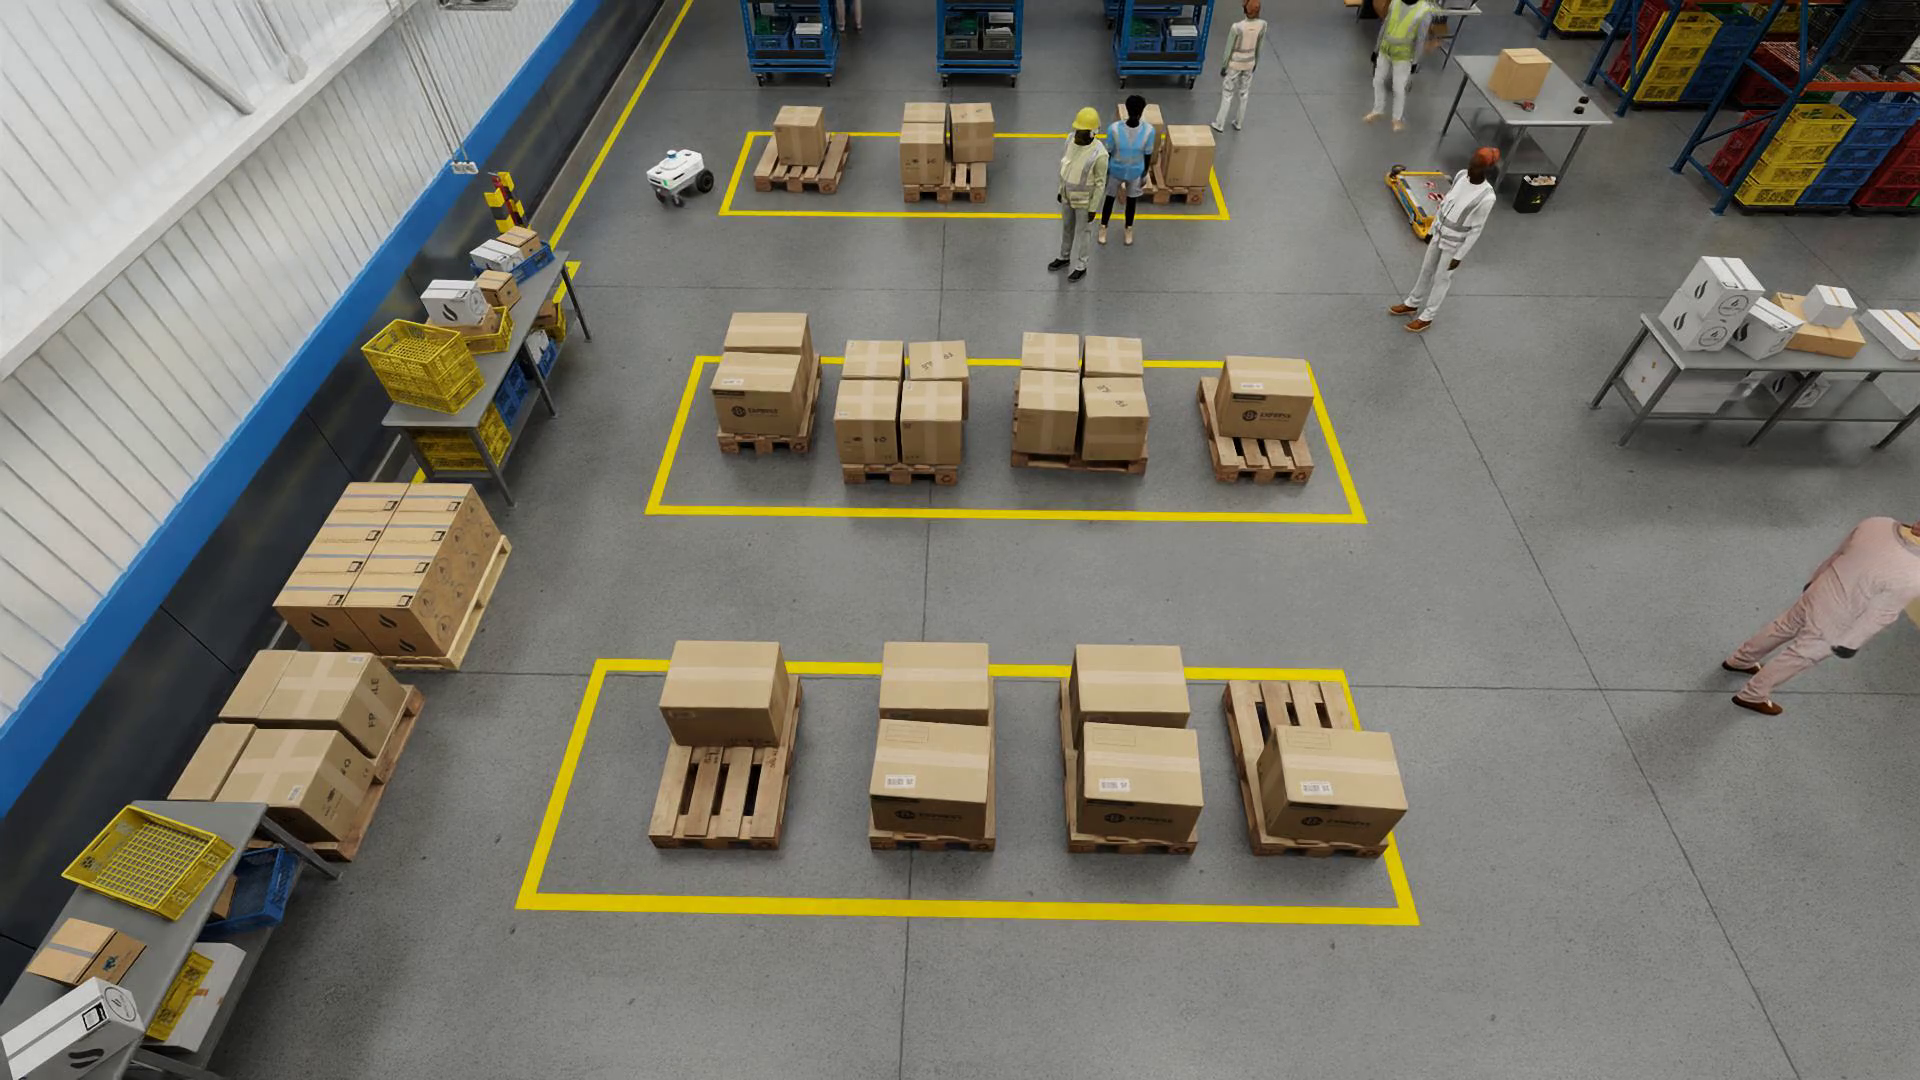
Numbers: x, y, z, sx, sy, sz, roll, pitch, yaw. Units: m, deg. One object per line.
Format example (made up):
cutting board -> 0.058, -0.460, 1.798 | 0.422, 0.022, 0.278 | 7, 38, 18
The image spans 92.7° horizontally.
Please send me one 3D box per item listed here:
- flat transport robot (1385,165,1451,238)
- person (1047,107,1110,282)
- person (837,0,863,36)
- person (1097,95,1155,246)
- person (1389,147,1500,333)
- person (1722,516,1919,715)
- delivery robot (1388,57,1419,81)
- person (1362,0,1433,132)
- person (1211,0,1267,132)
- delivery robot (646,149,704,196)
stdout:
flat transport robot -> 5.692, -4.094, 11.059 | 0.652, 0.197, 1.431 | 1, 49, 1
person -> 1.232, -3.606, 9.608 | 0.404, 1.837, 0.590 | -32, 56, -25
person -> -1.762, -8.842, 14.047 | 0.619, 1.983, 0.412 | -18, 51, -15
person -> 1.817, -4.047, 10.087 | 0.540, 1.692, 0.320 | 4, 49, 3
person -> 4.782, -2.930, 8.992 | 0.356, 1.885, 0.574 | -10, 50, -8
person -> 5.823, 0.456, 6.056 | 0.400, 1.900, 0.648 | 12, 50, 11
delivery robot -> 6.372, -6.919, 13.258 | 0.477, 0.478, 0.707 | 5, 49, 4
person -> 5.752, -6.353, 12.010 | 0.432, 1.798, 0.769 | -30, 56, -24
person -> 3.660, -6.191, 11.981 | 0.521, 1.632, 0.314 | -10, 50, -9
delivery robot -> -3.459, -4.489, 11.154 | 0.477, 0.478, 0.707 | 25, 54, 20
